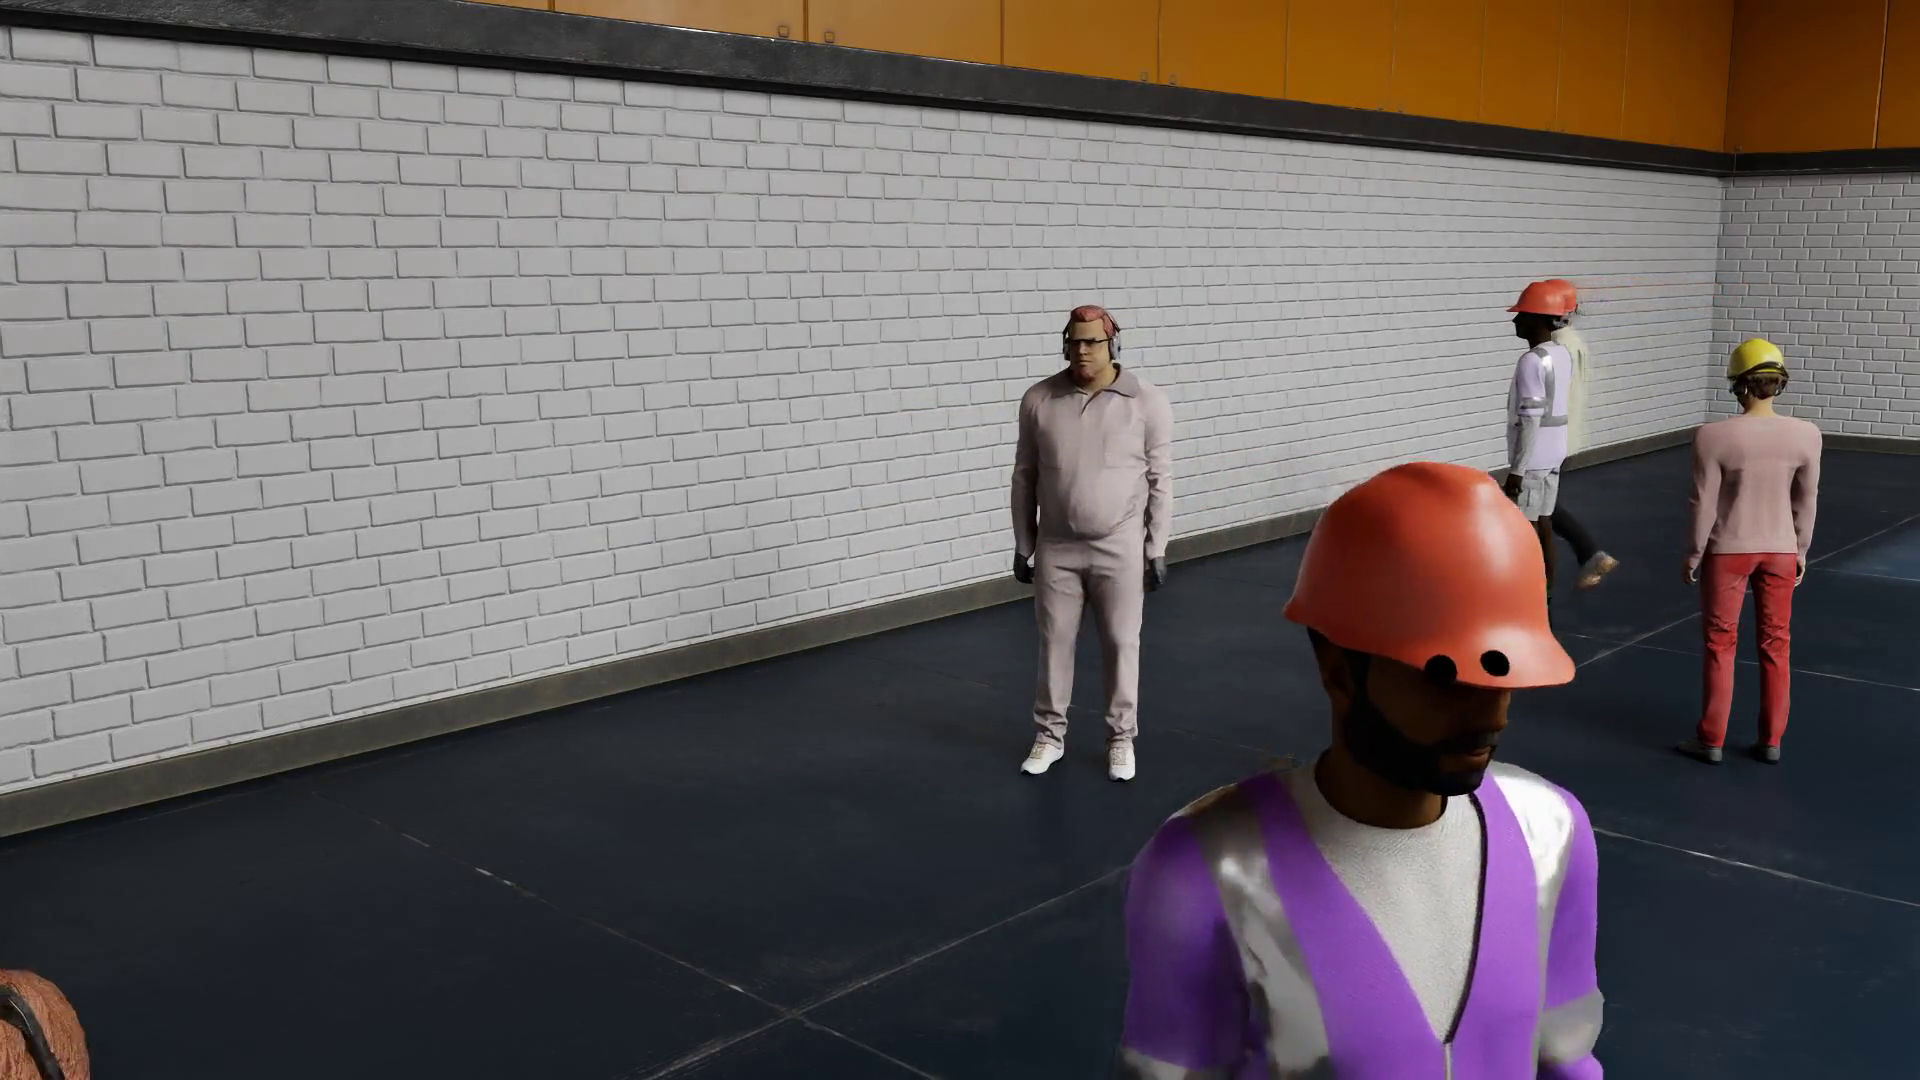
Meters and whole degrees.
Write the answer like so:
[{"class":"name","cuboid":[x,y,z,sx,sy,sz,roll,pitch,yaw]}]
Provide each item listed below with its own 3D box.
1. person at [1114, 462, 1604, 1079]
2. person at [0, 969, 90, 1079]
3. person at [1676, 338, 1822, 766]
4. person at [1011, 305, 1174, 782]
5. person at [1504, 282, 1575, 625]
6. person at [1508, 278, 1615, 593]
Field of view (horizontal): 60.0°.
[{"class":"person","cuboid":[0.443,0.862,1.827,0.552,1.924,0.445,-4,11,-23]},{"class":"person","cuboid":[-0.785,1.119,1.288,0.575,1.574,0.874,-6,11,-29]},{"class":"person","cuboid":[3.233,0.058,6.844,0.523,1.765,0.316,0,10,0]},{"class":"person","cuboid":[0.514,0.021,6.647,0.652,1.906,0.403,3,10,14]},{"class":"person","cuboid":[3.176,-0.454,9.244,0.342,1.942,0.552,8,13,37]},{"class":"person","cuboid":[3.526,-0.586,9.974,0.690,1.950,0.642,7,12,34]}]
